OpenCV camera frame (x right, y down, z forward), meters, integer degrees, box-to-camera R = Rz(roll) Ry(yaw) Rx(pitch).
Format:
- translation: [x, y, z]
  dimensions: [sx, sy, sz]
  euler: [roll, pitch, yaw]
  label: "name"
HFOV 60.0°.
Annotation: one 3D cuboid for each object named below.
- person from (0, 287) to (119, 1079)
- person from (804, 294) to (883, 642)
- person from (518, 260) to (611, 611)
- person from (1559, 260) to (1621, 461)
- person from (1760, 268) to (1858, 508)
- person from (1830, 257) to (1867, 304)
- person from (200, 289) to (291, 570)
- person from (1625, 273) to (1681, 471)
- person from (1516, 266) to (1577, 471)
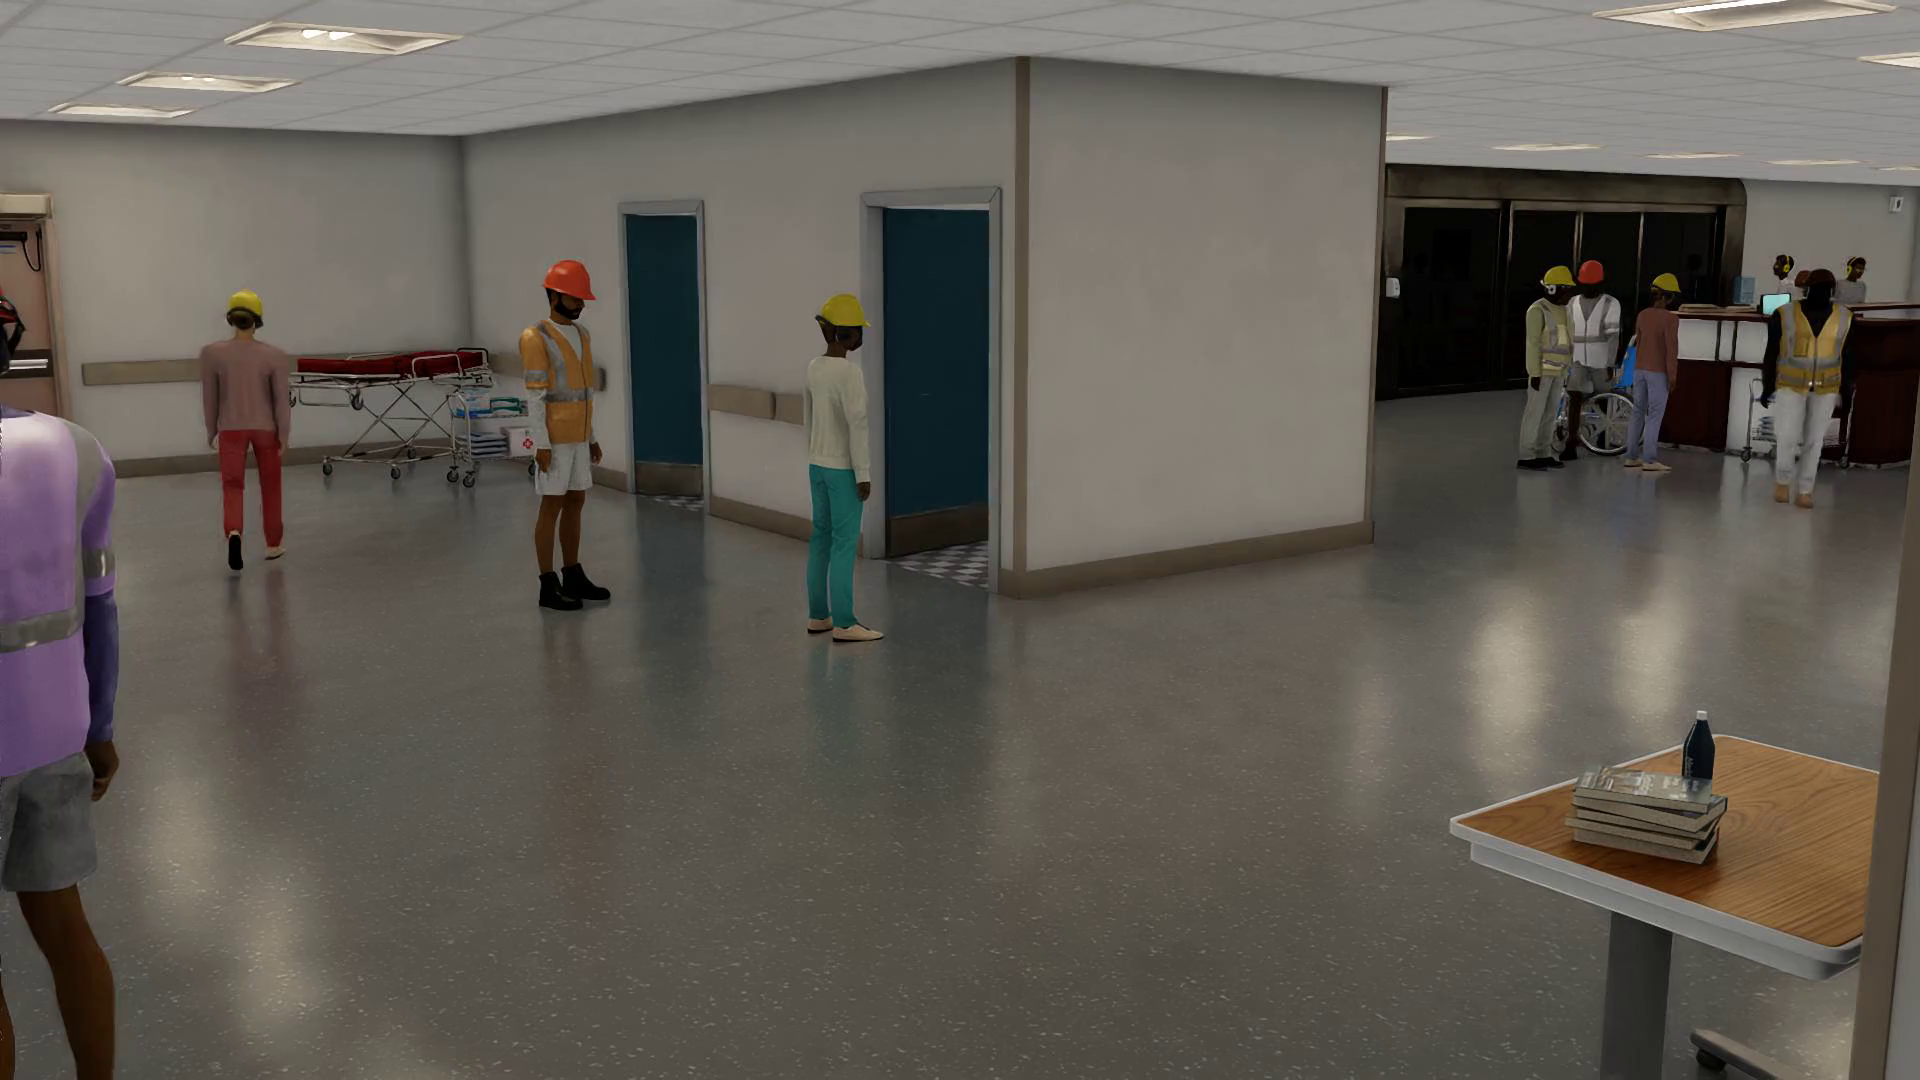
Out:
- translation: [-2.015, 0.410, 3.431]
  dimensions: [0.407, 2.031, 0.612]
  euler: [3, 11, 18]
  label: "person"
- translation: [-0.602, -0.366, 8.502]
  dimensions: [0.319, 1.767, 0.534]
  euler: [-7, 12, -32]
  label: "person"
- translation: [-2.179, -0.583, 9.262]
  dimensions: [0.372, 1.929, 0.543]
  euler: [4, 11, 21]
  label: "person"
- translation: [5.977, -1.699, 15.714]
  dimensions: [0.562, 1.880, 1.027]
  euler: [8, 13, 38]
  label: "person"
- translation: [6.488, -1.150, 12.717]
  dimensions: [0.656, 1.829, 0.449]
  euler: [3, 10, 15]
  label: "person"
- translation: [11.710, -2.780, 21.852]
  dimensions: [0.540, 1.827, 0.845]
  euler: [-2, 10, -10]
  label: "person"
- translation: [-4.454, -0.690, 10.392]
  dimensions: [0.524, 1.738, 0.759]
  euler: [-3, 11, -17]
  label: "person"
- translation: [6.225, -1.496, 14.869]
  dimensions: [0.338, 1.757, 0.518]
  euler: [-3, 11, -16]
  label: "person"
- translation: [5.260, -1.523, 14.841]
  dimensions: [0.591, 1.827, 0.403]
  euler: [-9, 13, -40]
  label: "person"
